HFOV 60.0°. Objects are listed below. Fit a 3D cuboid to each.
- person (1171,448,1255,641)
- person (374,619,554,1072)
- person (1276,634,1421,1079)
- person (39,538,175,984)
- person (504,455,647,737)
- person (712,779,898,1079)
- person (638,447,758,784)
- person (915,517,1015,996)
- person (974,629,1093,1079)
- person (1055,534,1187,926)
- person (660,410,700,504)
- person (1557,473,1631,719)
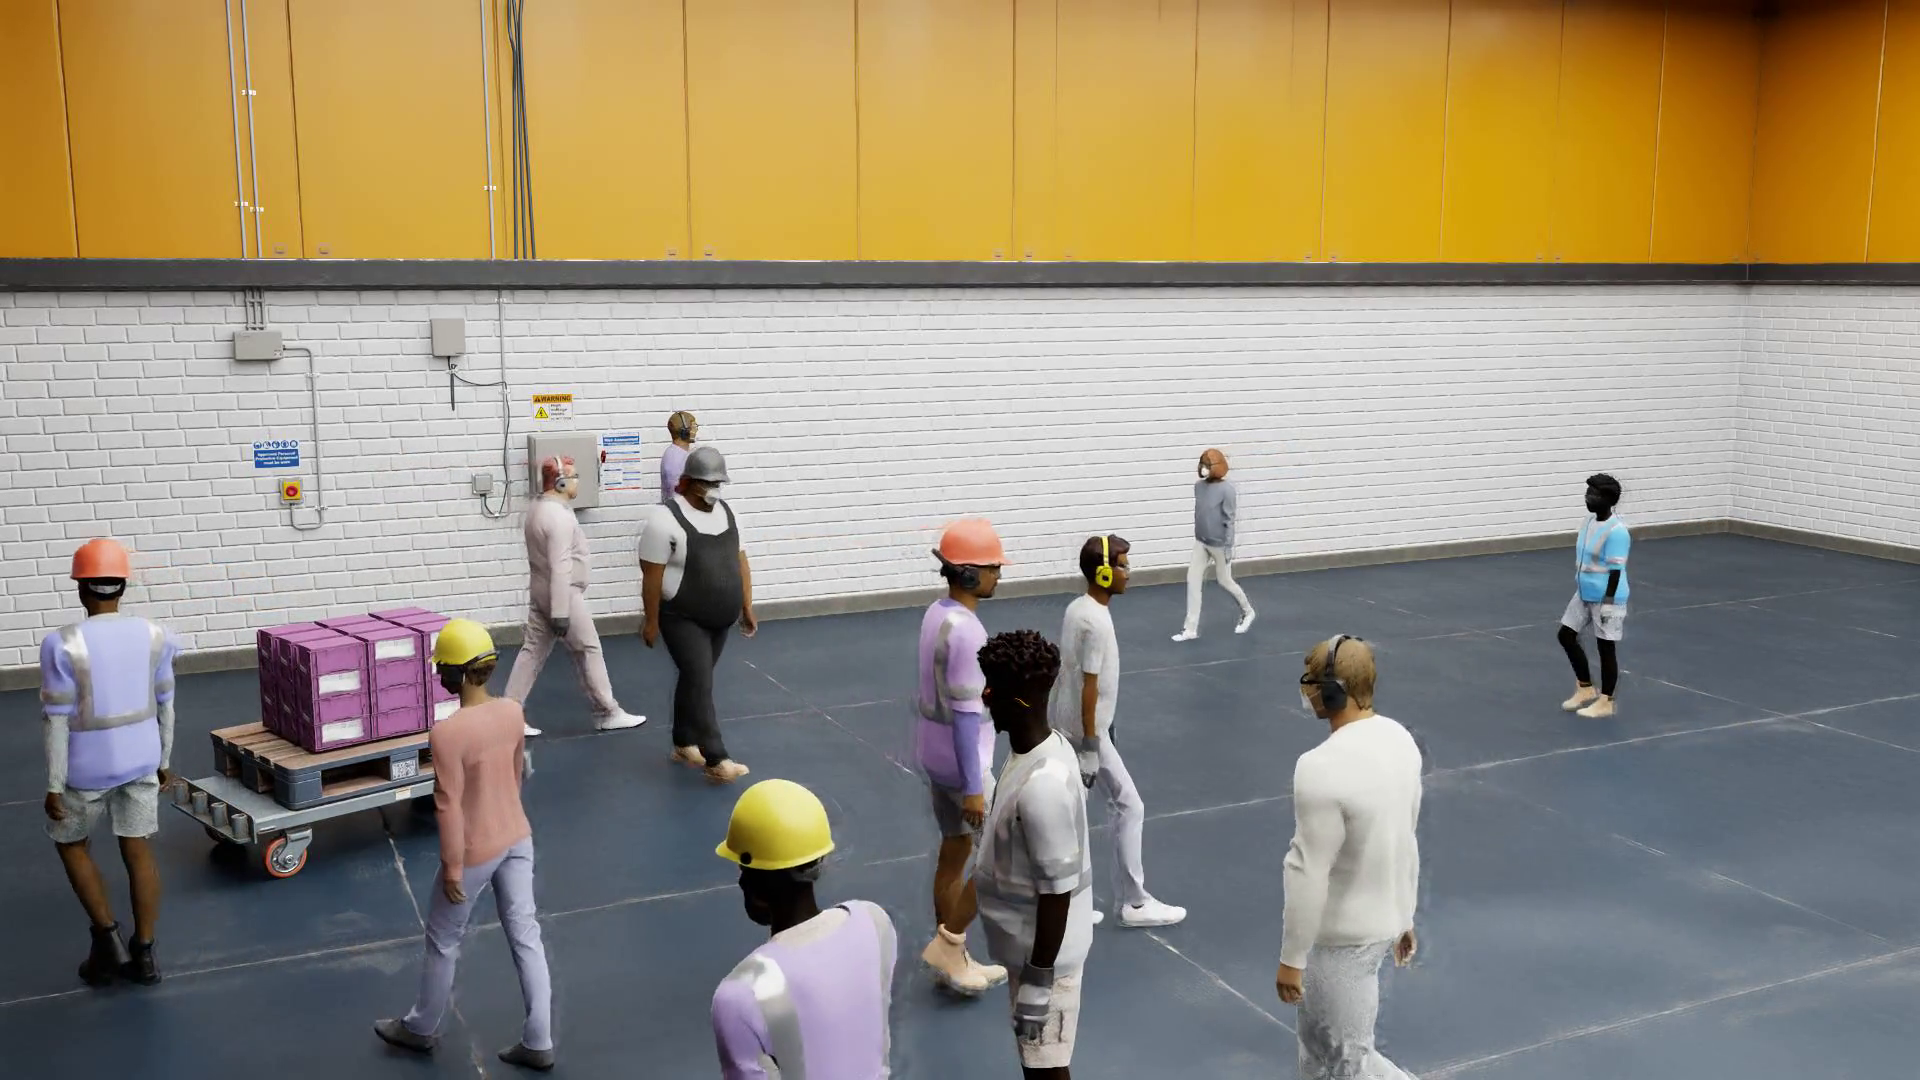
[{"bbox_3d":[2.138,0.024,13.778,0.808,1.599,0.513,-6,11,-34],"label":"person"},{"bbox_3d":[-1.901,1.154,6.357,0.858,1.721,0.541,4,10,25],"label":"person"},{"bbox_3d":[1.316,1.251,5.261,0.876,1.906,0.650,7,12,38],"label":"person"},{"bbox_3d":[-3.620,0.948,7.073,0.462,1.913,0.567,7,12,37],"label":"person"},{"bbox_3d":[-2.609,0.373,10.842,0.980,1.860,0.659,-6,11,-31],"label":"person"},{"bbox_3d":[-0.325,1.483,3.897,0.987,1.890,0.583,8,12,41],"label":"person"},{"bbox_3d":[-1.474,0.419,9.967,0.936,2.000,0.685,7,11,36],"label":"person"},{"bbox_3d":[0.039,0.914,6.918,0.420,2.031,0.633,-2,9,-14],"label":"person"},{"bbox_3d":[0.225,1.236,5.134,0.371,1.963,0.608,0,9,-1],"label":"person"},{"bbox_3d":[0.730,0.888,7.661,0.796,1.841,0.563,-1,9,-8],"label":"person"},{"bbox_3d":[-2.209,-0.068,13.307,0.366,1.940,0.635,-1,9,-9],"label":"person"},{"bbox_3d":[4.272,0.387,11.240,0.435,1.682,0.552,-1,9,-7],"label":"person"}]
